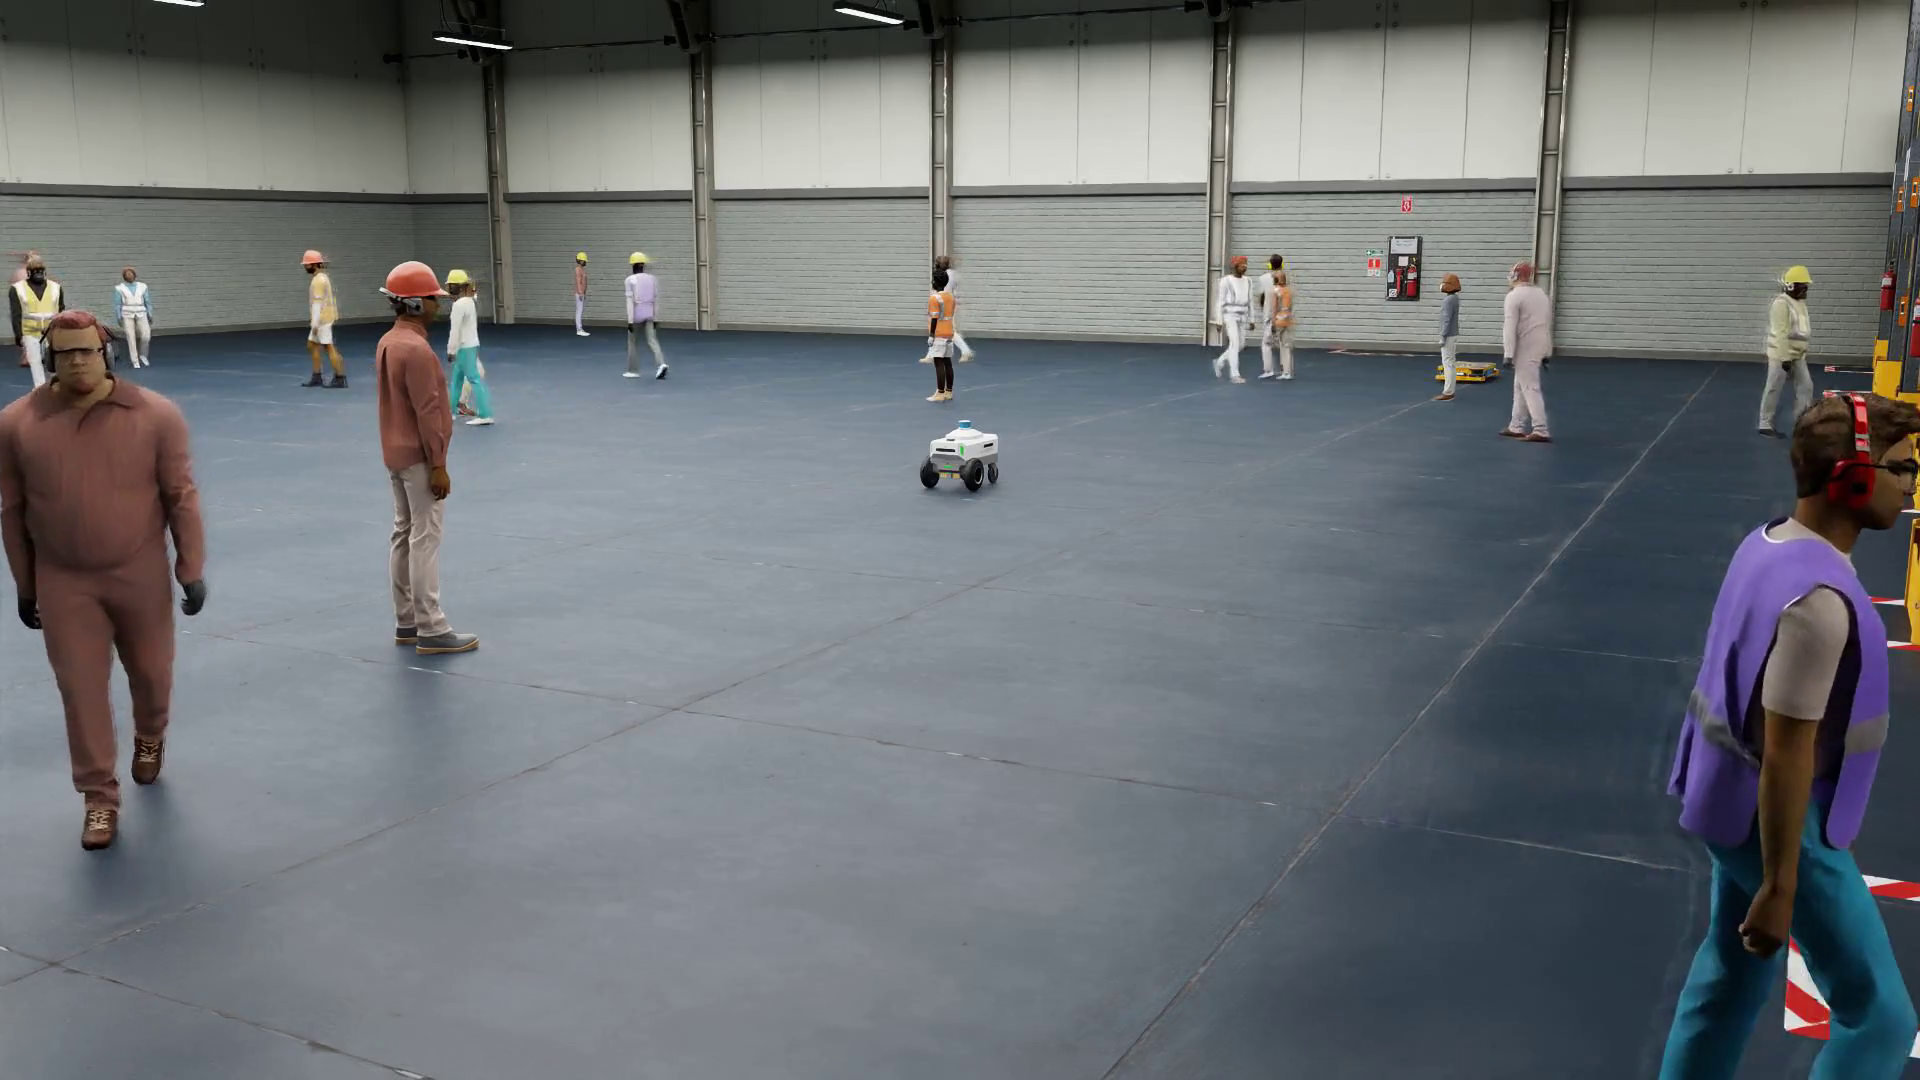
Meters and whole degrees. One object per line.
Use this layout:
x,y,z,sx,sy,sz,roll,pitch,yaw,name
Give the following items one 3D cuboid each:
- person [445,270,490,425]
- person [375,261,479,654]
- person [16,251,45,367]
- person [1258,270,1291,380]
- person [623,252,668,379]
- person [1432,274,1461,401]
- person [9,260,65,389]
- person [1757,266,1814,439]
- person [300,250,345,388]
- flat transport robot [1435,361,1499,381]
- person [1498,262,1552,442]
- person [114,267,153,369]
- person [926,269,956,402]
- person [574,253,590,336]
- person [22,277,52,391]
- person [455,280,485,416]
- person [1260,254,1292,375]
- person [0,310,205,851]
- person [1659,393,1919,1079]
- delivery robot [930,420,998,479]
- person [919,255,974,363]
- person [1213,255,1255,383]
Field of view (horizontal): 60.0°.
-5.670,-2.145,18.634,0.800,1.733,0.548,0,10,-2,person
-2.769,-0.418,8.533,0.378,1.996,0.611,-8,13,-37,person
-14.800,-3.705,26.823,0.916,1.859,0.672,-1,10,-7,person
4.682,-3.179,24.631,0.527,1.620,0.589,-10,14,-42,person
-4.698,-3.334,24.739,0.921,1.891,0.599,10,14,43,person
6.305,-2.619,21.516,0.280,1.636,0.500,5,12,27,person
-11.563,-2.599,20.915,0.632,1.827,0.470,-8,13,-36,person
8.703,-1.928,17.278,0.612,1.802,0.747,-9,14,-40,person
-8.956,-3.051,23.100,0.745,1.911,0.565,-3,11,-14,person
7.513,-2.500,24.596,0.652,0.197,1.431,5,12,27,flat transport robot
5.942,-1.954,17.352,0.655,1.856,0.721,-9,14,-41,person
-13.231,-3.557,26.639,0.548,1.625,0.371,-8,13,-36,person
-0.248,-2.608,21.295,0.318,1.697,0.535,5,12,27,person
-8.054,-5.230,35.426,0.326,1.760,0.524,-1,10,-7,person
-12.549,-2.801,22.581,0.620,1.613,0.502,-1,10,-5,person
-5.783,-2.249,19.568,0.352,1.617,0.520,-5,11,-23,person
4.804,-3.409,25.261,0.507,1.854,0.486,4,11,21,person
-3.113,0.095,6.077,0.651,1.876,0.882,-5,11,-24,person
1.762,0.612,3.399,0.671,1.823,0.587,2,11,13,person
0.040,-0.773,14.149,0.477,0.478,0.707,5,12,27,delivery robot
-0.220,-3.842,27.717,0.875,1.811,0.630,-1,10,-4,person
3.966,-3.224,24.233,0.603,1.859,0.772,-7,12,-33,person
